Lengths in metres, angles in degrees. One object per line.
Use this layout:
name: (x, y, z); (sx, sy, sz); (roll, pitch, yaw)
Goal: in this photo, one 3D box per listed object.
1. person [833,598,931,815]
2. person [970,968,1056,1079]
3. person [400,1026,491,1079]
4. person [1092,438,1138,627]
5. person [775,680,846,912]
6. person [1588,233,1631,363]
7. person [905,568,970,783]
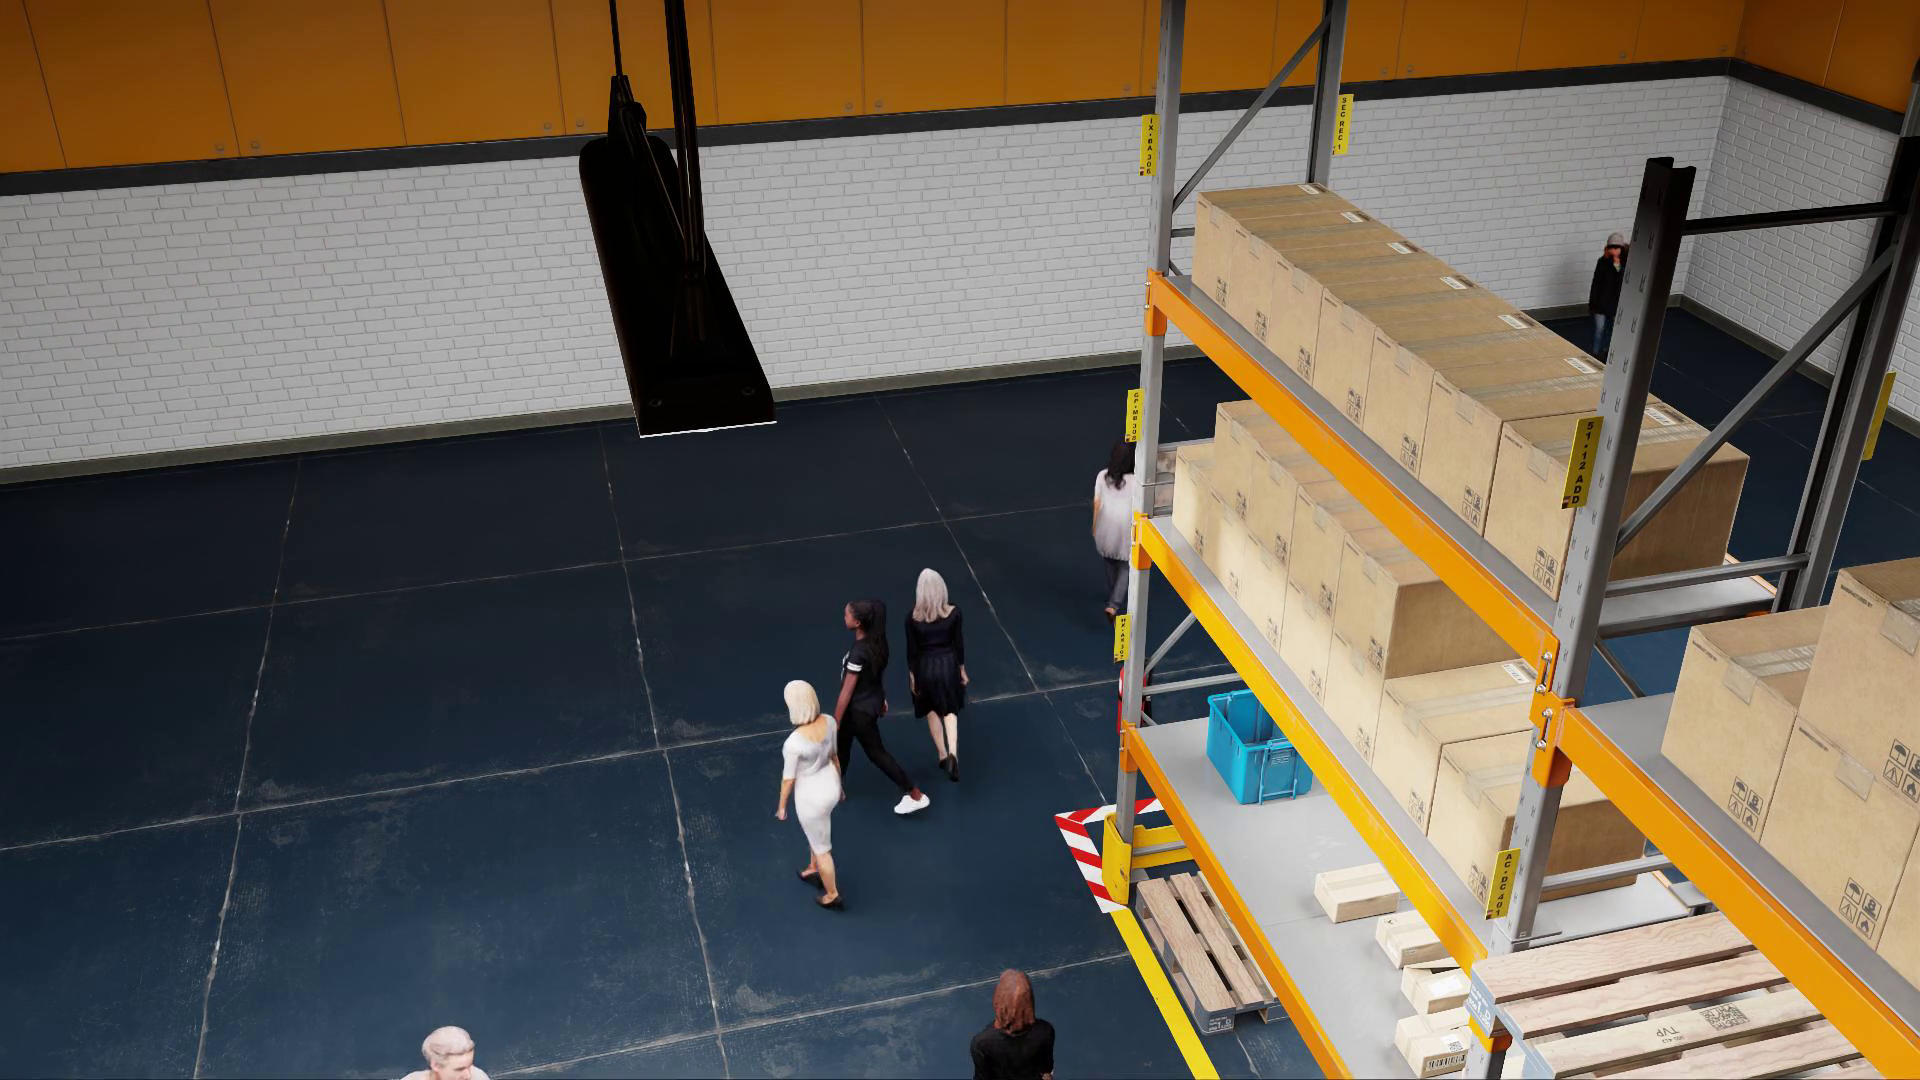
person: (-0.582, 1.194, 11.460); (0.992, 1.694, 1.172); (5, 29, 9)
person: (0.305, 2.934, 8.311); (0.632, 1.655, 1.083); (-6, 29, -10)
person: (-2.455, 2.998, 8.003); (0.692, 1.838, 0.662); (-7, 29, -13)
person: (1.307, -0.058, 13.869); (0.976, 1.586, 1.065); (13, 31, 23)
person: (-0.851, 1.664, 10.558); (0.841, 1.733, 0.771); (20, 34, 32)
person: (7.301, -2.691, 18.680); (0.725, 1.600, 0.734); (-3, 29, -6)
person: (-0.156, 1.022, 11.738); (0.633, 1.730, 0.841); (-4, 29, -7)
